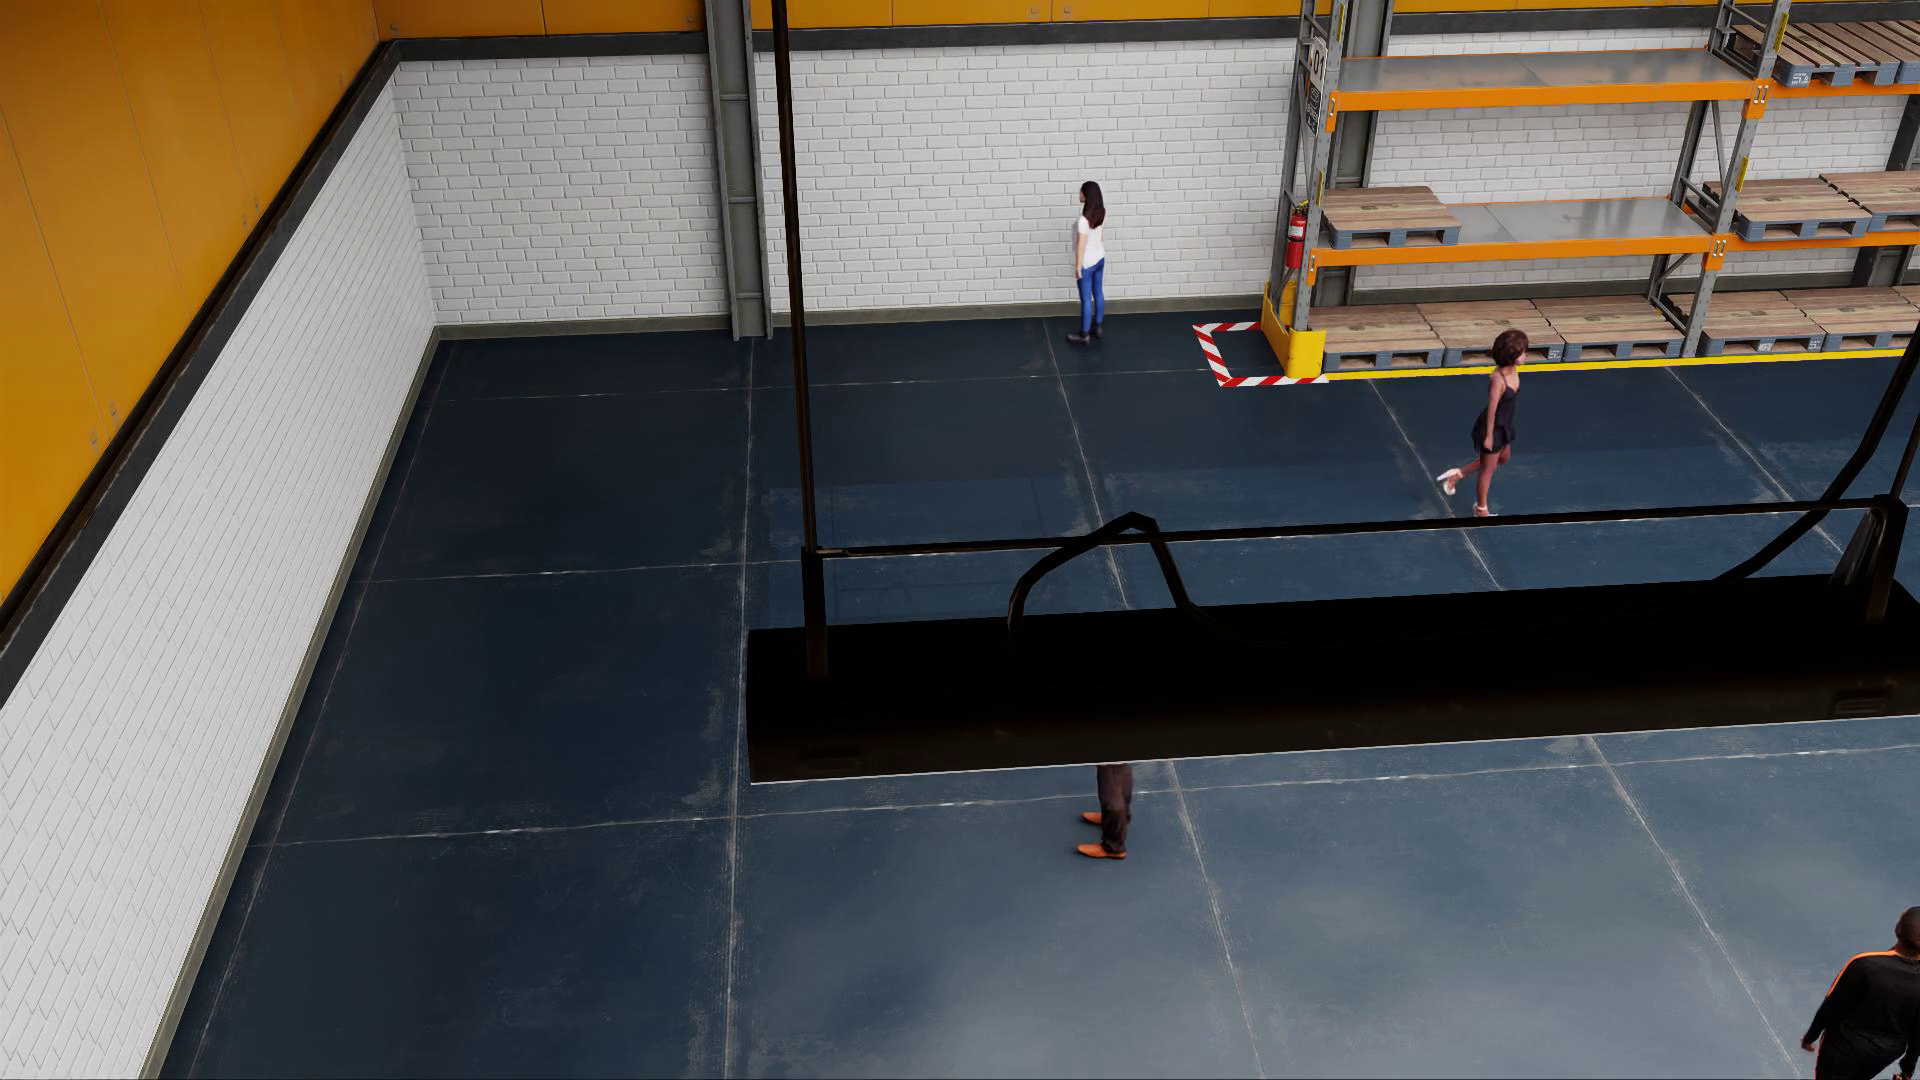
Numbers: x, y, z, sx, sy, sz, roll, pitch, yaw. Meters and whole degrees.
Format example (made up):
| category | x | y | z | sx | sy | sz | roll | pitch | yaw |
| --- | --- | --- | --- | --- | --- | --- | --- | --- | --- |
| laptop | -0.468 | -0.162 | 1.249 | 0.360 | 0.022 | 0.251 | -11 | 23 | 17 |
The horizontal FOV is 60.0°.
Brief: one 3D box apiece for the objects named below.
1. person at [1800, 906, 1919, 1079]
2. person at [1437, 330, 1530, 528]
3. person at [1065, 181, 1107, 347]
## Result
| category | x | y | z | sx | sy | sz | roll | pitch | yaw |
| --- | --- | --- | --- | --- | --- | --- | --- | --- | --- |
| person | 4.533 | 2.602 | 8.312 | 1.112 | 1.781 | 0.966 | 8 | 35 | 12 |
| person | 4.299 | -0.928 | 13.626 | 0.907 | 1.777 | 0.824 | 21 | 39 | 28 |
| person | 1.285 | -2.725 | 16.413 | 0.738 | 1.684 | 0.695 | 23 | 40 | 31 |
